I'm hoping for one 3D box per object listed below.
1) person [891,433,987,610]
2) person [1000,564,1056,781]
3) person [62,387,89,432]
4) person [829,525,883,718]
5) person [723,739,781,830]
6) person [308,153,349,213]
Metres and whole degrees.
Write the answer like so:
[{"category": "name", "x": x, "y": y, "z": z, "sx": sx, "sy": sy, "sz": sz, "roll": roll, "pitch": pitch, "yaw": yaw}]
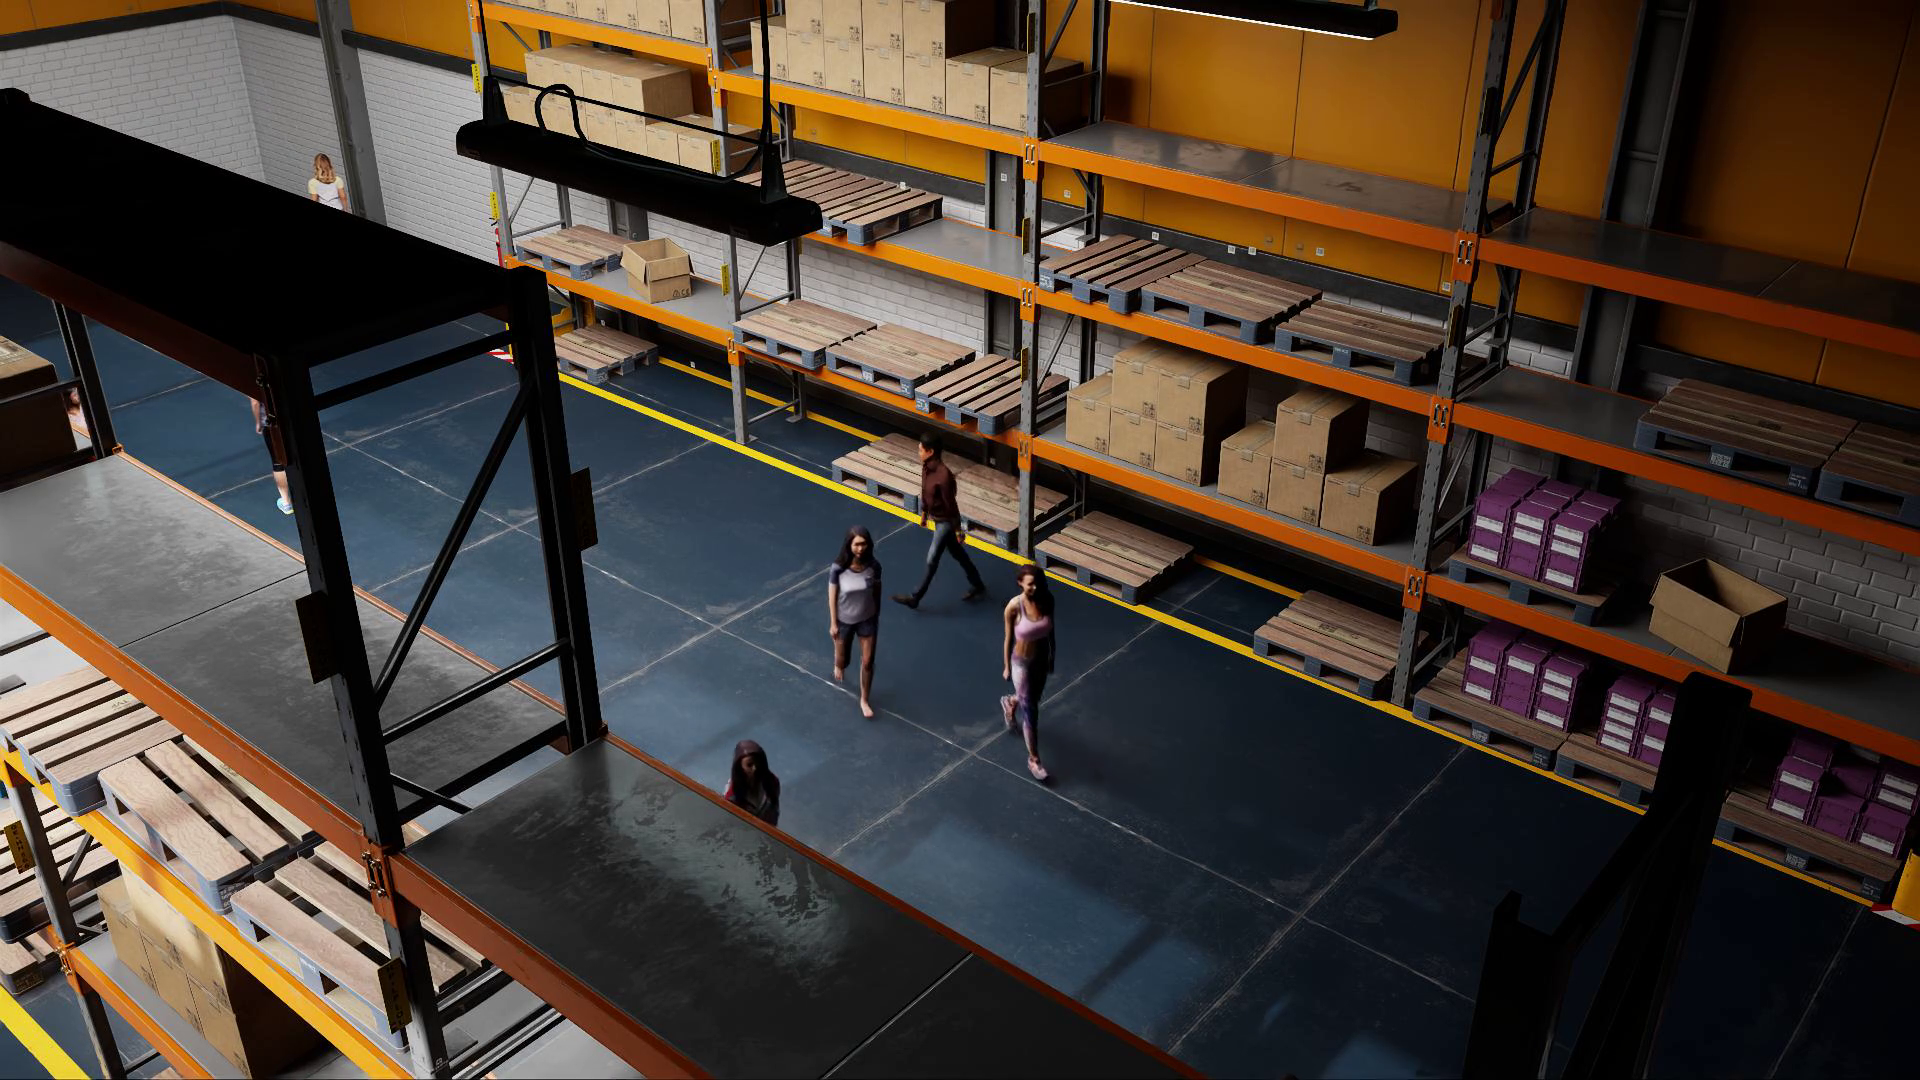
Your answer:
[{"category": "person", "x": -0.046, "y": -0.148, "z": 15.026, "sx": 1.123, "sy": 1.708, "sz": 1.199, "roll": -12, "pitch": 31, "yaw": -21}, {"category": "person", "x": 0.506, "y": 0.948, "z": 12.981, "sx": 0.893, "sy": 1.741, "sz": 1.204, "roll": -13, "pitch": 31, "yaw": -23}, {"category": "person", "x": -8.377, "y": -0.680, "z": 15.928, "sx": 1.027, "sy": 1.778, "sz": 0.857, "roll": 10, "pitch": 30, "yaw": 17}, {"category": "person", "x": -0.876, "y": 0.612, "z": 13.648, "sx": 0.856, "sy": 1.693, "sz": 0.972, "roll": -10, "pitch": 30, "yaw": -17}, {"category": "person", "x": -1.427, "y": 2.002, "z": 11.209, "sx": 0.790, "sy": 1.589, "sz": 0.952, "roll": -14, "pitch": 31, "yaw": -23}, {"category": "person", "x": -8.658, "y": -4.475, "z": 22.942, "sx": 0.701, "sy": 1.723, "sz": 0.688, "roll": -13, "pitch": 31, "yaw": -23}]
